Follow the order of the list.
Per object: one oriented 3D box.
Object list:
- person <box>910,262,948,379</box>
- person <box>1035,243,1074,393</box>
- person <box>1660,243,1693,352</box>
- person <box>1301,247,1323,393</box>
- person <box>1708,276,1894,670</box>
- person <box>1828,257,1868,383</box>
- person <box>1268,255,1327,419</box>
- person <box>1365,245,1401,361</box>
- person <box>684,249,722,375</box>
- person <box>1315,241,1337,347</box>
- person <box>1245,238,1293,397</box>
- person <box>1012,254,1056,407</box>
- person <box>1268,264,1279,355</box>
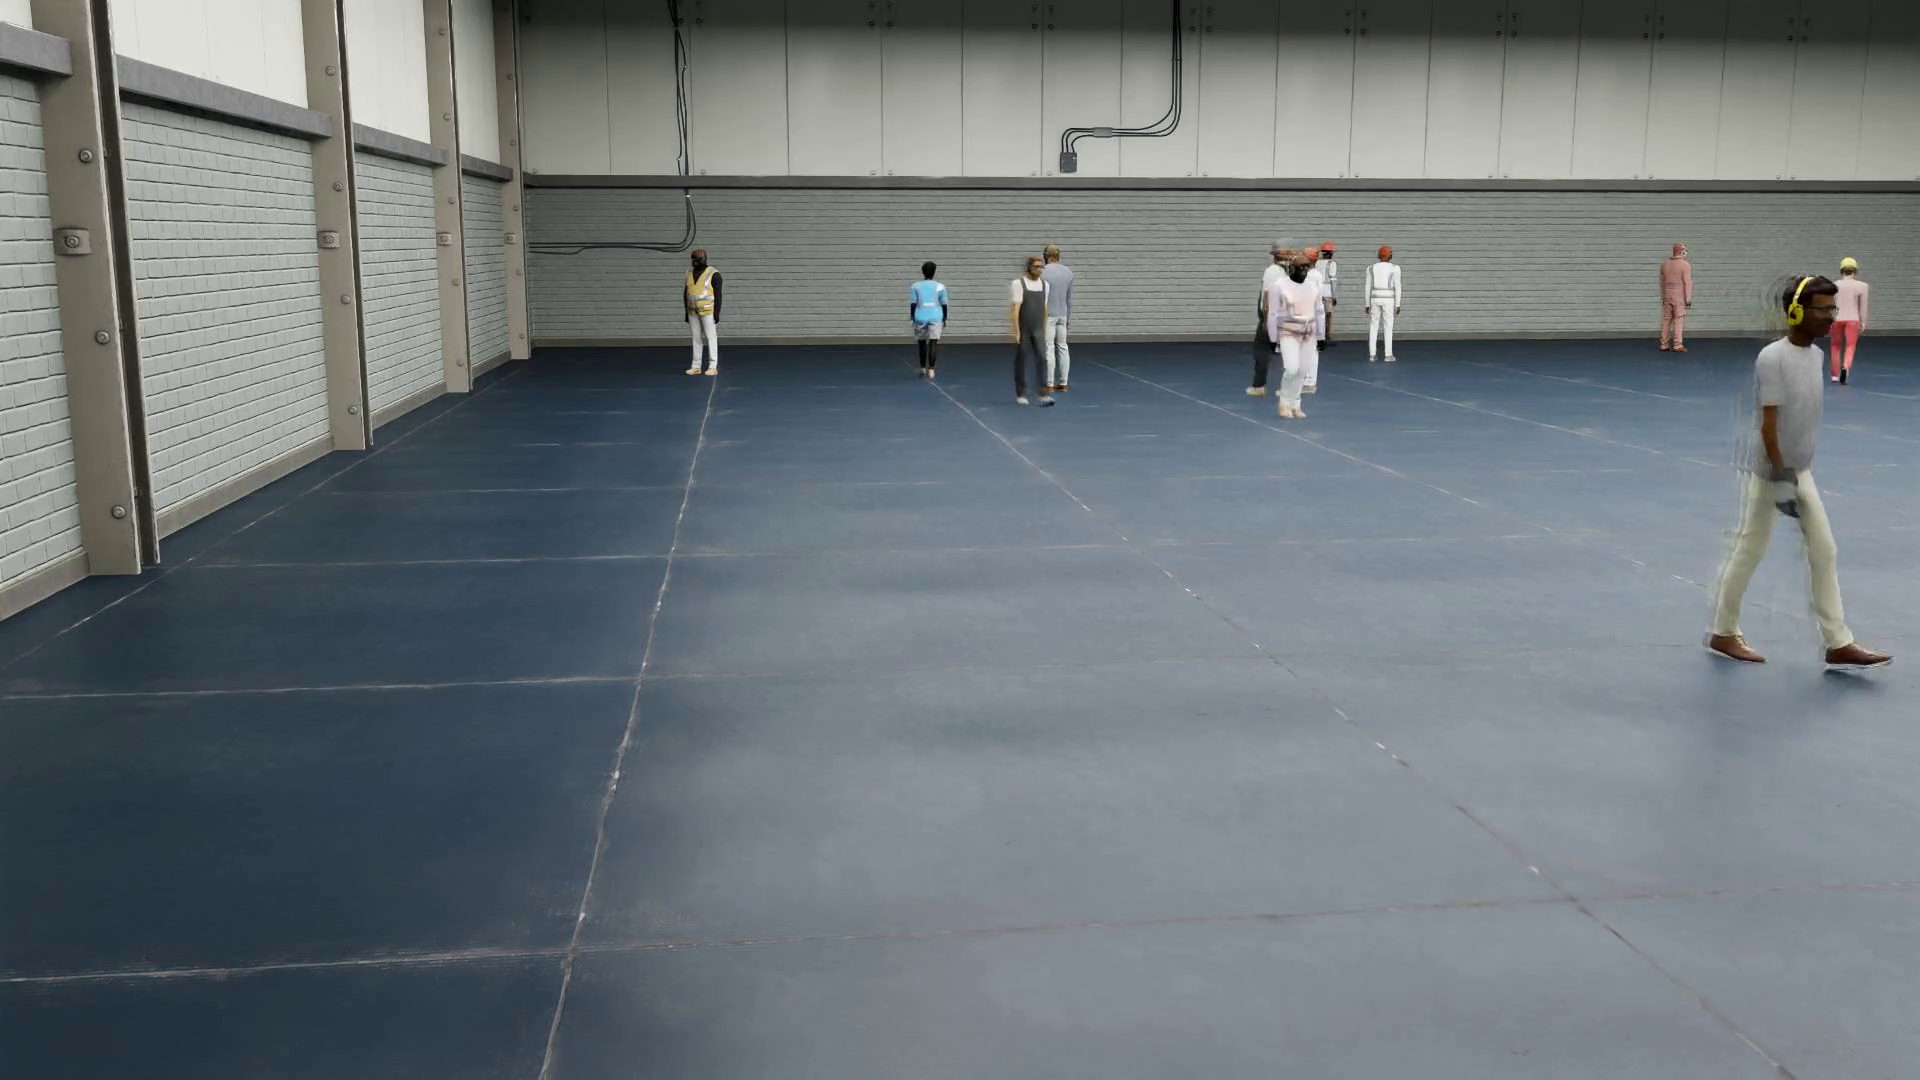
[{"bbox_3d":[-0.438,-3.165,23.979,0.549,1.647,0.868,1,10,4],"label":"person"},{"bbox_3d":[1.193,-2.871,21.593,0.628,1.939,0.375,-8,13,-36],"label":"person"},{"bbox_3d":[12.626,-4.258,29.282,0.410,1.909,0.643,-5,11,-24],"label":"person"},{"bbox_3d":[4.533,-2.853,21.648,0.356,1.883,0.573,4,11,20],"label":"person"},{"bbox_3d":[3.921,-0.283,7.686,0.522,1.838,0.878,-6,12,-31],"label":"person"},{"bbox_3d":[12.225,-3.034,22.993,0.530,1.741,0.748,6,12,29],"label":"person"},{"bbox_3d":[3.759,-2.245,18.483,0.642,1.824,0.498,-4,11,-23],"label":"person"},{"bbox_3d":[6.894,-3.851,27.111,0.585,1.882,0.337,6,12,30],"label":"person"},{"bbox_3d":[-3.786,-3.330,24.380,0.626,1.840,0.430,5,12,27],"label":"person"},{"bbox_3d":[6.765,-4.542,30.762,0.378,1.932,0.551,-8,13,-36],"label":"person"},{"bbox_3d":[3.974,-2.822,21.043,0.691,2.000,0.793,-7,12,-33],"label":"person"},{"bbox_3d":[0.875,-2.471,19.758,0.528,1.799,0.930,-4,11,-19],"label":"person"},{"bbox_3d":[5.503,-4.073,28.332,0.651,1.880,0.765,-8,13,-36],"label":"person"}]
